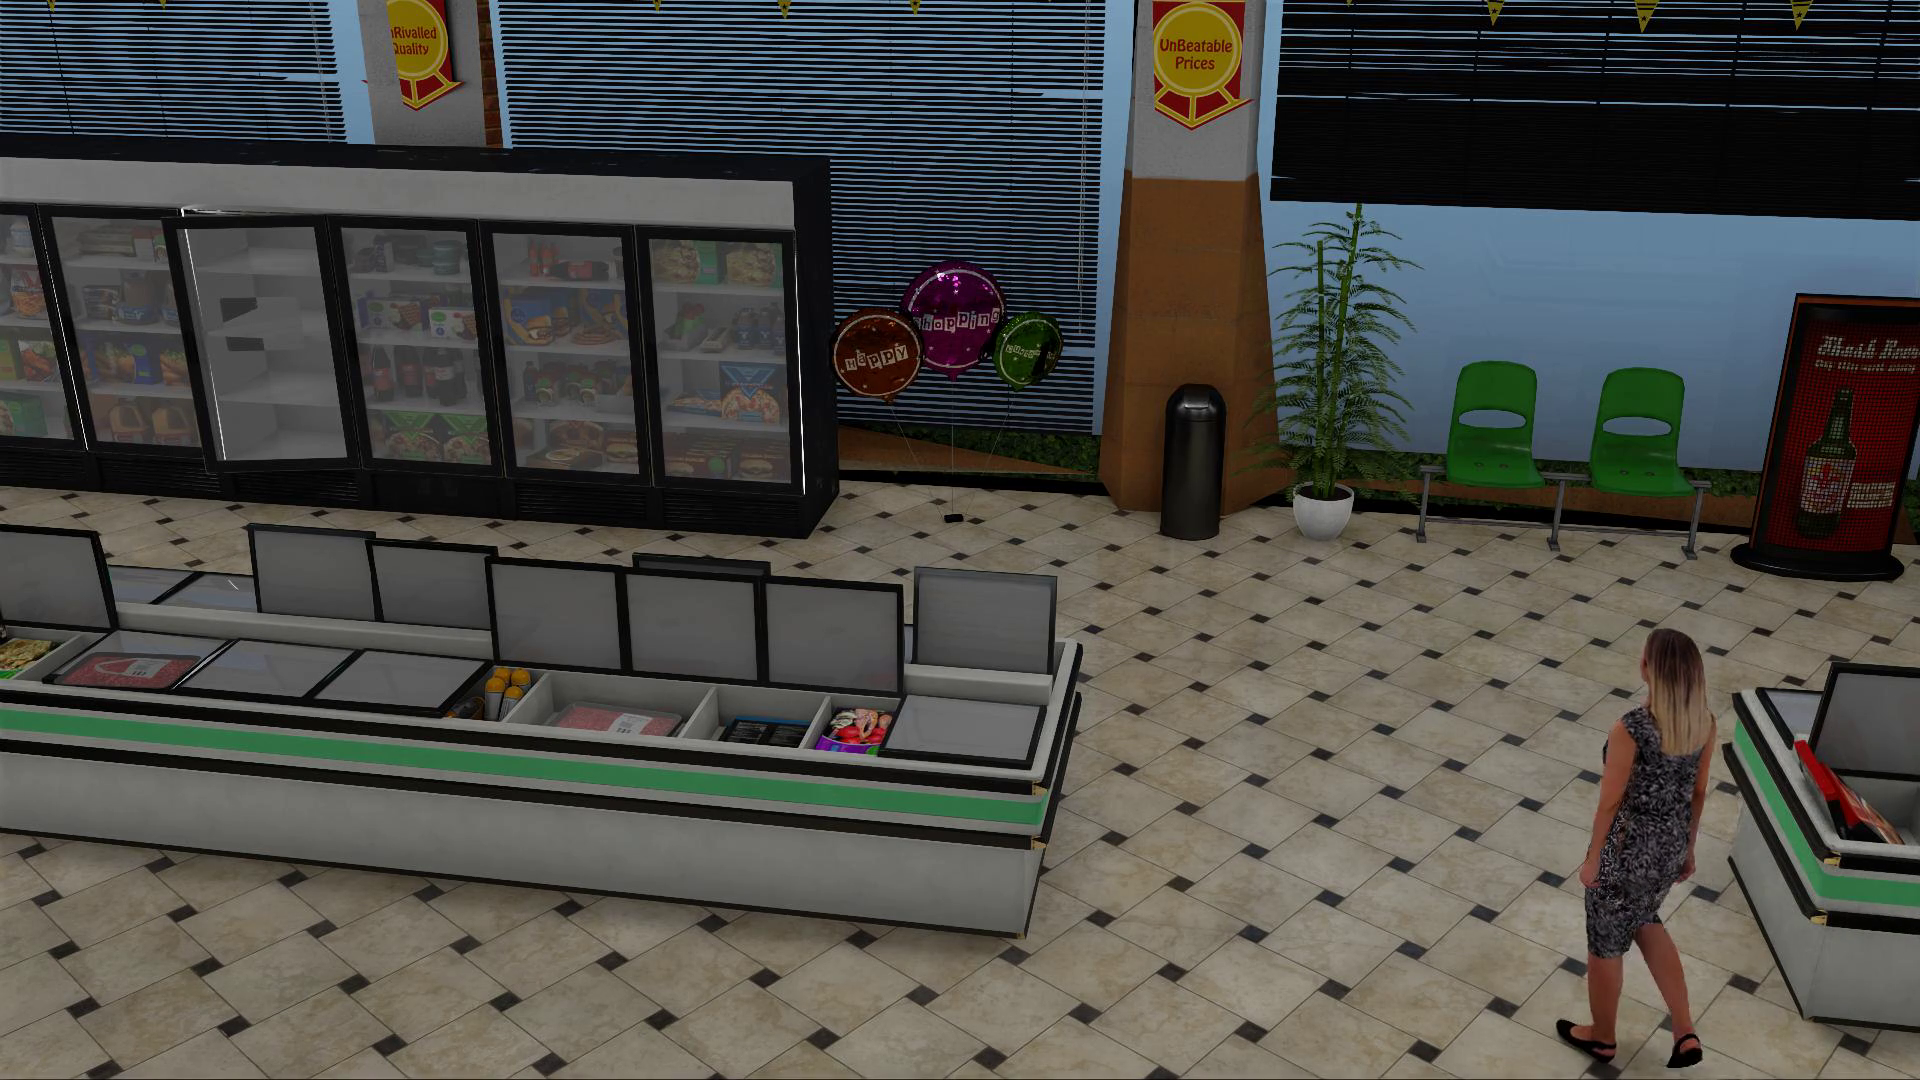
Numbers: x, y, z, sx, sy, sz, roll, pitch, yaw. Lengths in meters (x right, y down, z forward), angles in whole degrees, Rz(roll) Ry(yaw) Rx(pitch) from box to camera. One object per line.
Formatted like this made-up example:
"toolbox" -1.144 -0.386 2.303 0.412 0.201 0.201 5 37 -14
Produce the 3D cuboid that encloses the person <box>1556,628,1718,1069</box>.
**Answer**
"person" 2.364 1.135 5.651 0.838 1.691 0.840 -7 23 -18
